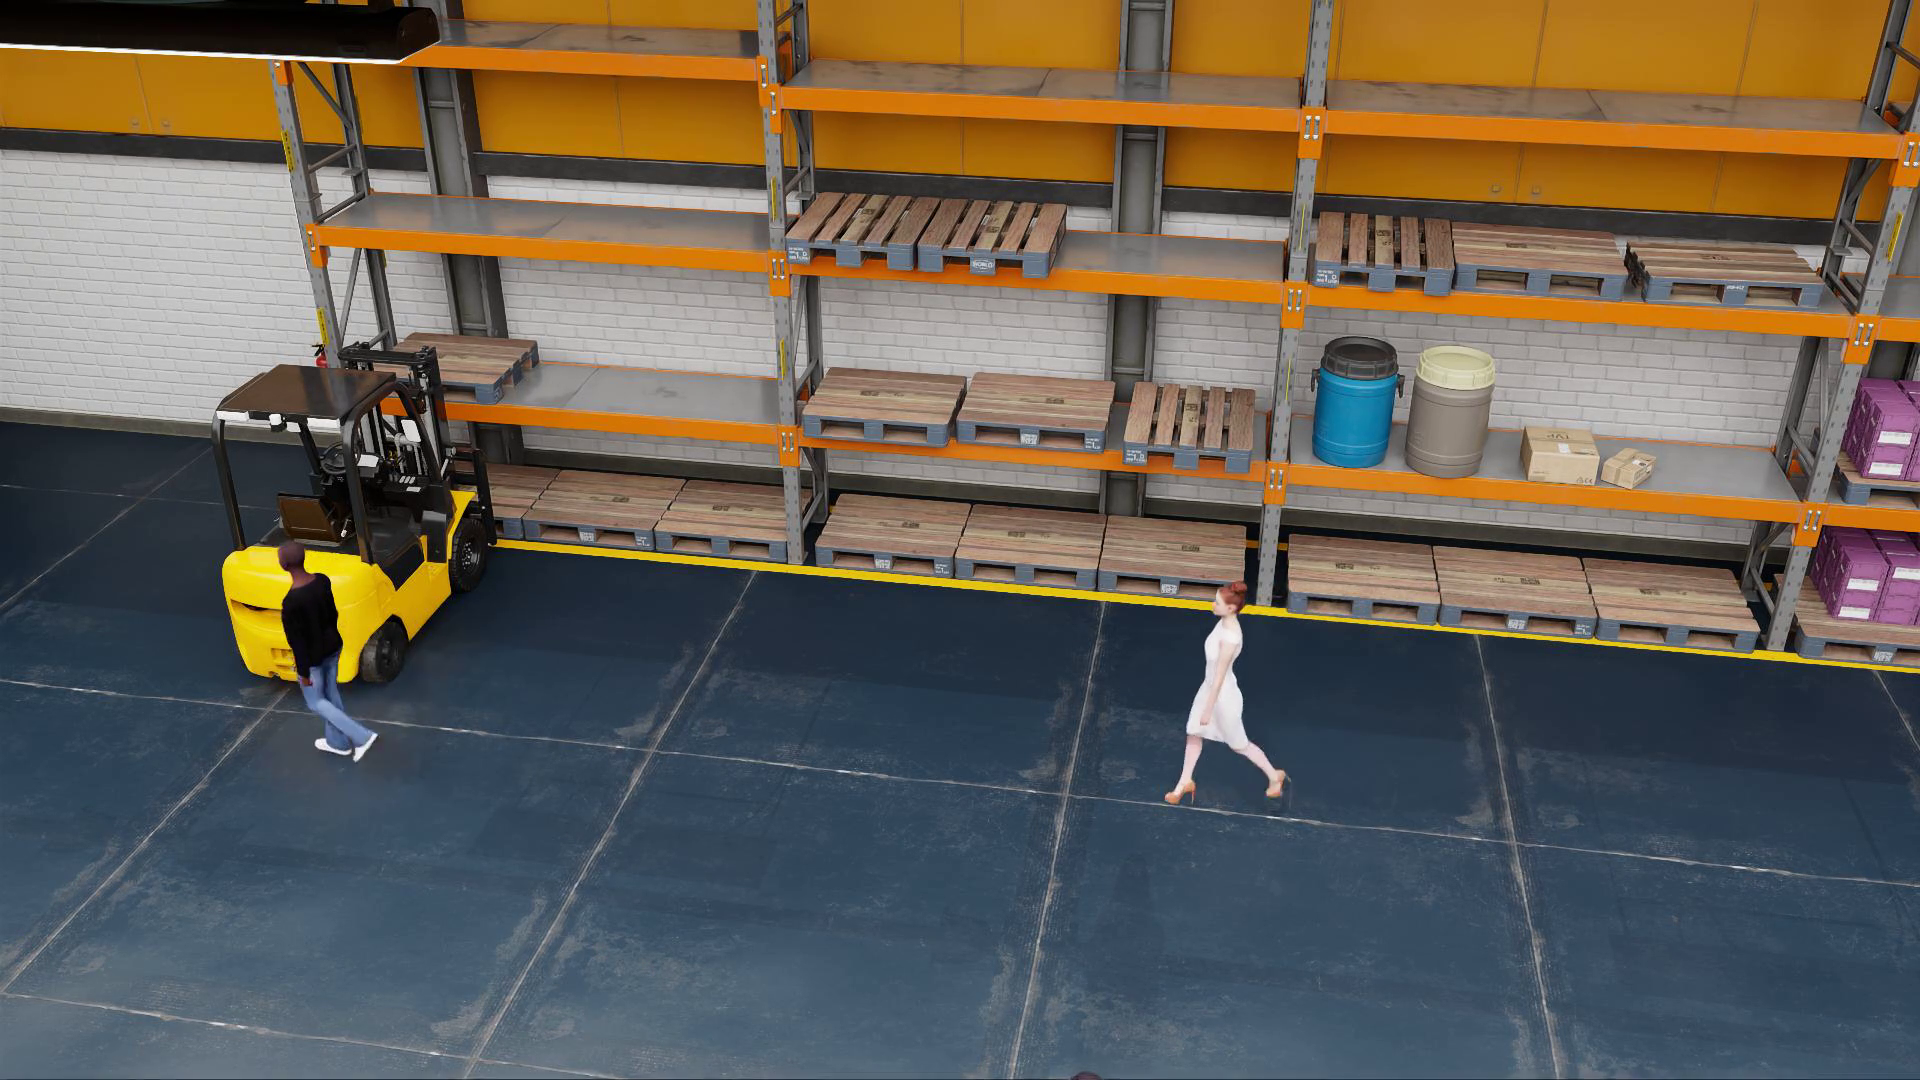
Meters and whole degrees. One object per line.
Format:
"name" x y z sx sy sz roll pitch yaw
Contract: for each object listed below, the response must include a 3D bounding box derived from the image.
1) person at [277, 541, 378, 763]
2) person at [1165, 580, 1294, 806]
"person" -4.358 0.803 11.481 0.904 1.735 0.692 11 30 19
"person" 1.827 1.080 10.949 1.120 1.757 0.693 0 29 0
